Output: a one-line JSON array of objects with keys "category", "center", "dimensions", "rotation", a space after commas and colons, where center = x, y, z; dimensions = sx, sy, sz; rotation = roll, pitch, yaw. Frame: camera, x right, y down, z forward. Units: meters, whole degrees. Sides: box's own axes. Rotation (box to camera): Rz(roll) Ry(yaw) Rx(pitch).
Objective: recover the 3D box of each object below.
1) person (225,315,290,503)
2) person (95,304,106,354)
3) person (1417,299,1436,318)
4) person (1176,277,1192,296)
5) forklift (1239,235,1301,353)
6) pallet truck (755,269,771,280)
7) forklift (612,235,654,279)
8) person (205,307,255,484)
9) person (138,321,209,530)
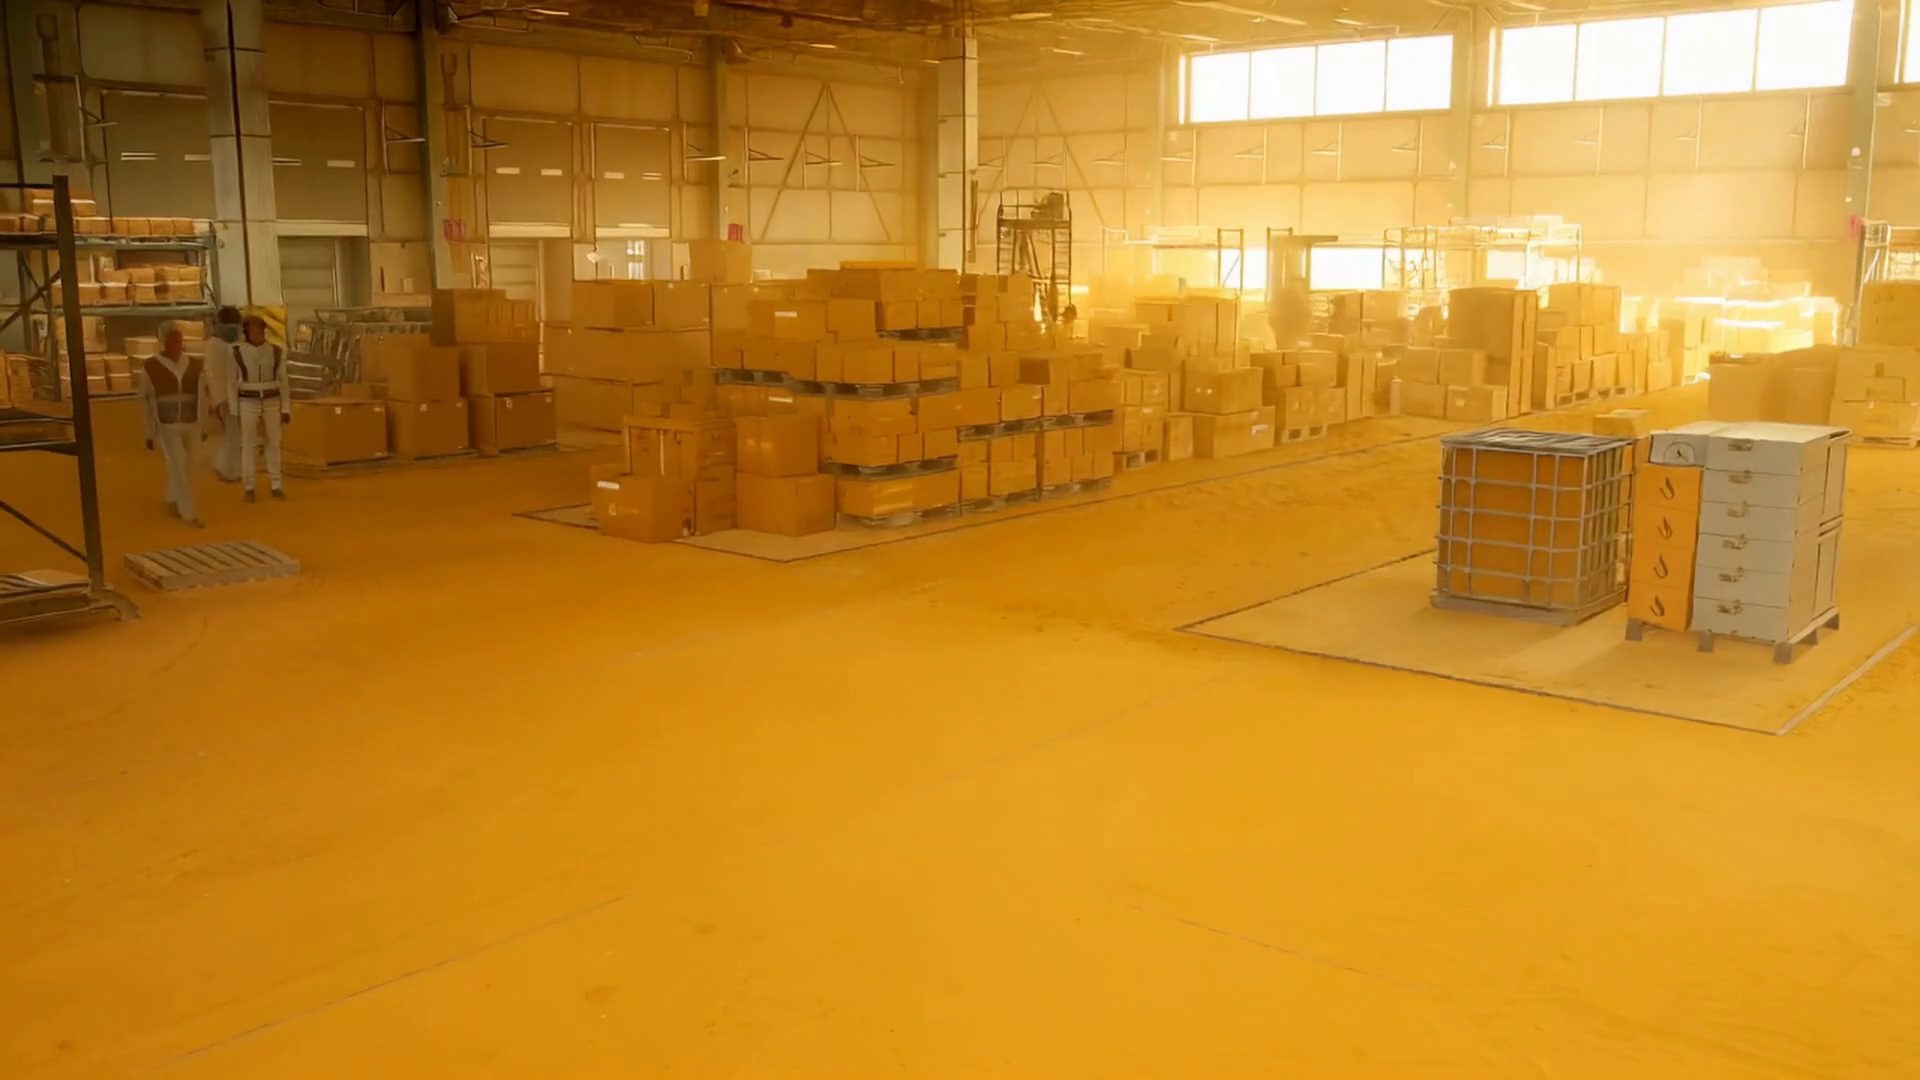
[{"category": "person", "center": [-7.047, -1.317, 16.726], "dimensions": [0.585, 1.882, 0.344], "rotation": [-7, 12, -35]}, {"category": "person", "center": [-17.219, -4.151, 33.416], "dimensions": [0.561, 1.675, 0.428], "rotation": [9, 14, 43]}, {"category": "person", "center": [8.896, -3.793, 31.660], "dimensions": [0.873, 1.598, 0.527], "rotation": [-6, 11, -29]}, {"category": "person", "center": [4.945, -4.795, 36.425], "dimensions": [0.668, 1.927, 0.640], "rotation": [5, 11, 24]}, {"category": "forklift", "center": [7.021, -5.217, 36.096], "dimensions": [1.873, 2.768, 1.129], "rotation": [7, 12, 36]}, {"category": "pallet truck", "center": [-4.996, -6.432, 45.525], "dimensions": [1.885, 1.965, 0.823], "rotation": [-6, 12, -32]}, {"category": "forklift", "center": [-7.300, -5.450, 37.421], "dimensions": [1.873, 2.768, 1.129], "rotation": [8, 13, 40]}, {"category": "person", "center": [-7.831, -1.540, 17.901], "dimensions": [0.417, 1.910, 0.625], "rotation": [1, 10, 8]}, {"category": "person", "center": [-7.202, -1.058, 15.240], "dimensions": [0.827, 1.896, 0.596], "rotation": [7, 12, 36]}]
